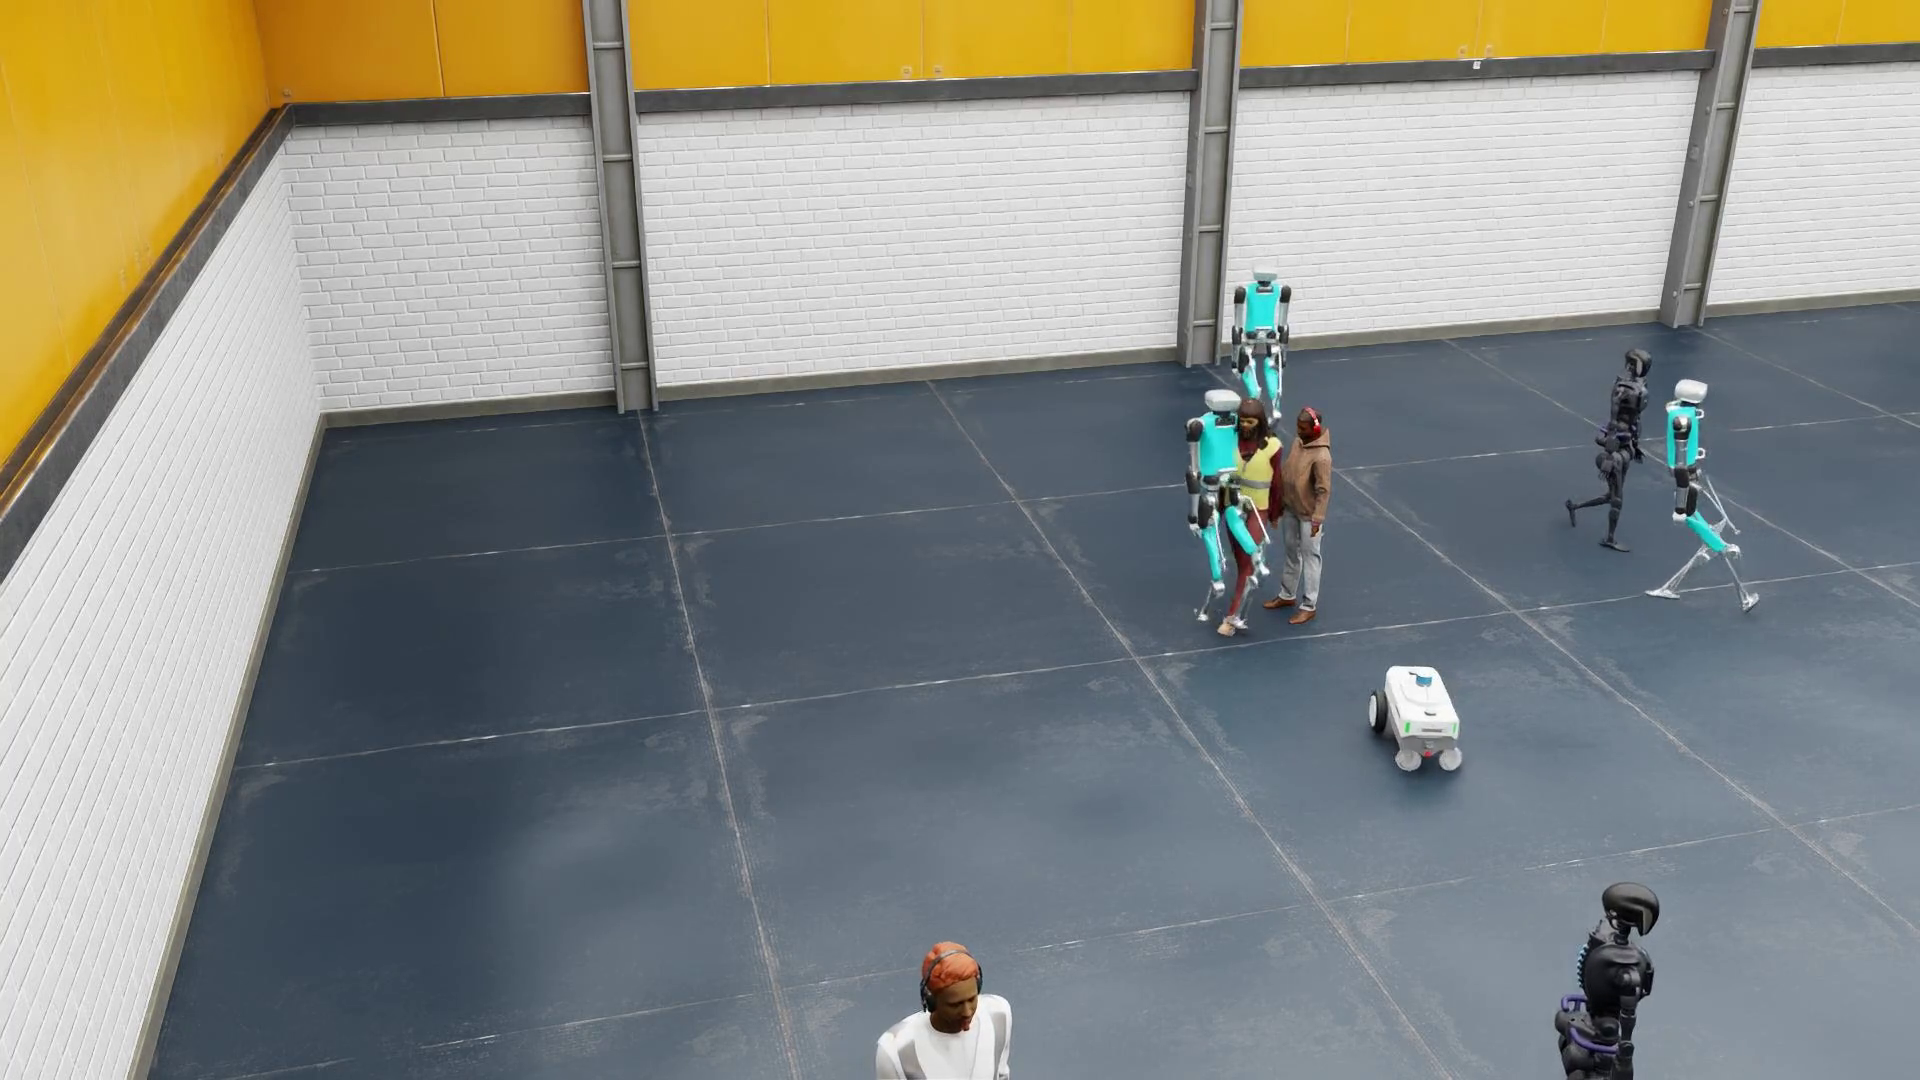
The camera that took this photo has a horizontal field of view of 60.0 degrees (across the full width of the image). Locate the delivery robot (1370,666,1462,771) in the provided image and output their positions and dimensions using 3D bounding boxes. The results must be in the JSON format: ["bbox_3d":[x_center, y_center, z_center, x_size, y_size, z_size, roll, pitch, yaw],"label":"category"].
[{"bbox_3d":[2.905,1.091,10.527,0.500,0.595,0.767,1,24,3],"label":"delivery robot"}]

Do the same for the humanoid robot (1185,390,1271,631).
[{"bbox_3d":[1.949,-0.119,11.837,0.544,1.775,0.879,-8,25,-18],"label":"humanoid robot"}]

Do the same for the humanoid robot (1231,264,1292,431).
[{"bbox_3d":[2.762,-1.544,15.041,0.542,1.786,0.786,-3,24,-7],"label":"humanoid robot"}]

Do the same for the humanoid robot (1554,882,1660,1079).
[{"bbox_3d":[2.622,2.108,6.821,0.335,1.645,0.595,3,24,6],"label":"humanoid robot"}]

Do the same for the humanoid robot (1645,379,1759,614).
[{"bbox_3d":[5.585,-0.278,12.203,0.953,1.778,0.569,9,25,20],"label":"humanoid robot"}]

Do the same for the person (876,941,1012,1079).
[{"bbox_3d":[-0.044,2.290,6.160,0.572,1.883,0.356,-15,28,-30],"label":"person"}]

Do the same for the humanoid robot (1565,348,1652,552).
[{"bbox_3d":[5.223,-0.763,13.362,0.646,1.630,0.613,21,31,39],"label":"humanoid robot"}]

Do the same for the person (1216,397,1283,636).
[{"bbox_3d":[2.094,-0.243,12.099,0.473,1.735,0.888,12,26,25],"label":"person"}]

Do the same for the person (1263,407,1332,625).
[{"bbox_3d":[2.502,-0.194,12.084,0.337,1.648,0.454,-11,26,-24],"label":"person"}]
